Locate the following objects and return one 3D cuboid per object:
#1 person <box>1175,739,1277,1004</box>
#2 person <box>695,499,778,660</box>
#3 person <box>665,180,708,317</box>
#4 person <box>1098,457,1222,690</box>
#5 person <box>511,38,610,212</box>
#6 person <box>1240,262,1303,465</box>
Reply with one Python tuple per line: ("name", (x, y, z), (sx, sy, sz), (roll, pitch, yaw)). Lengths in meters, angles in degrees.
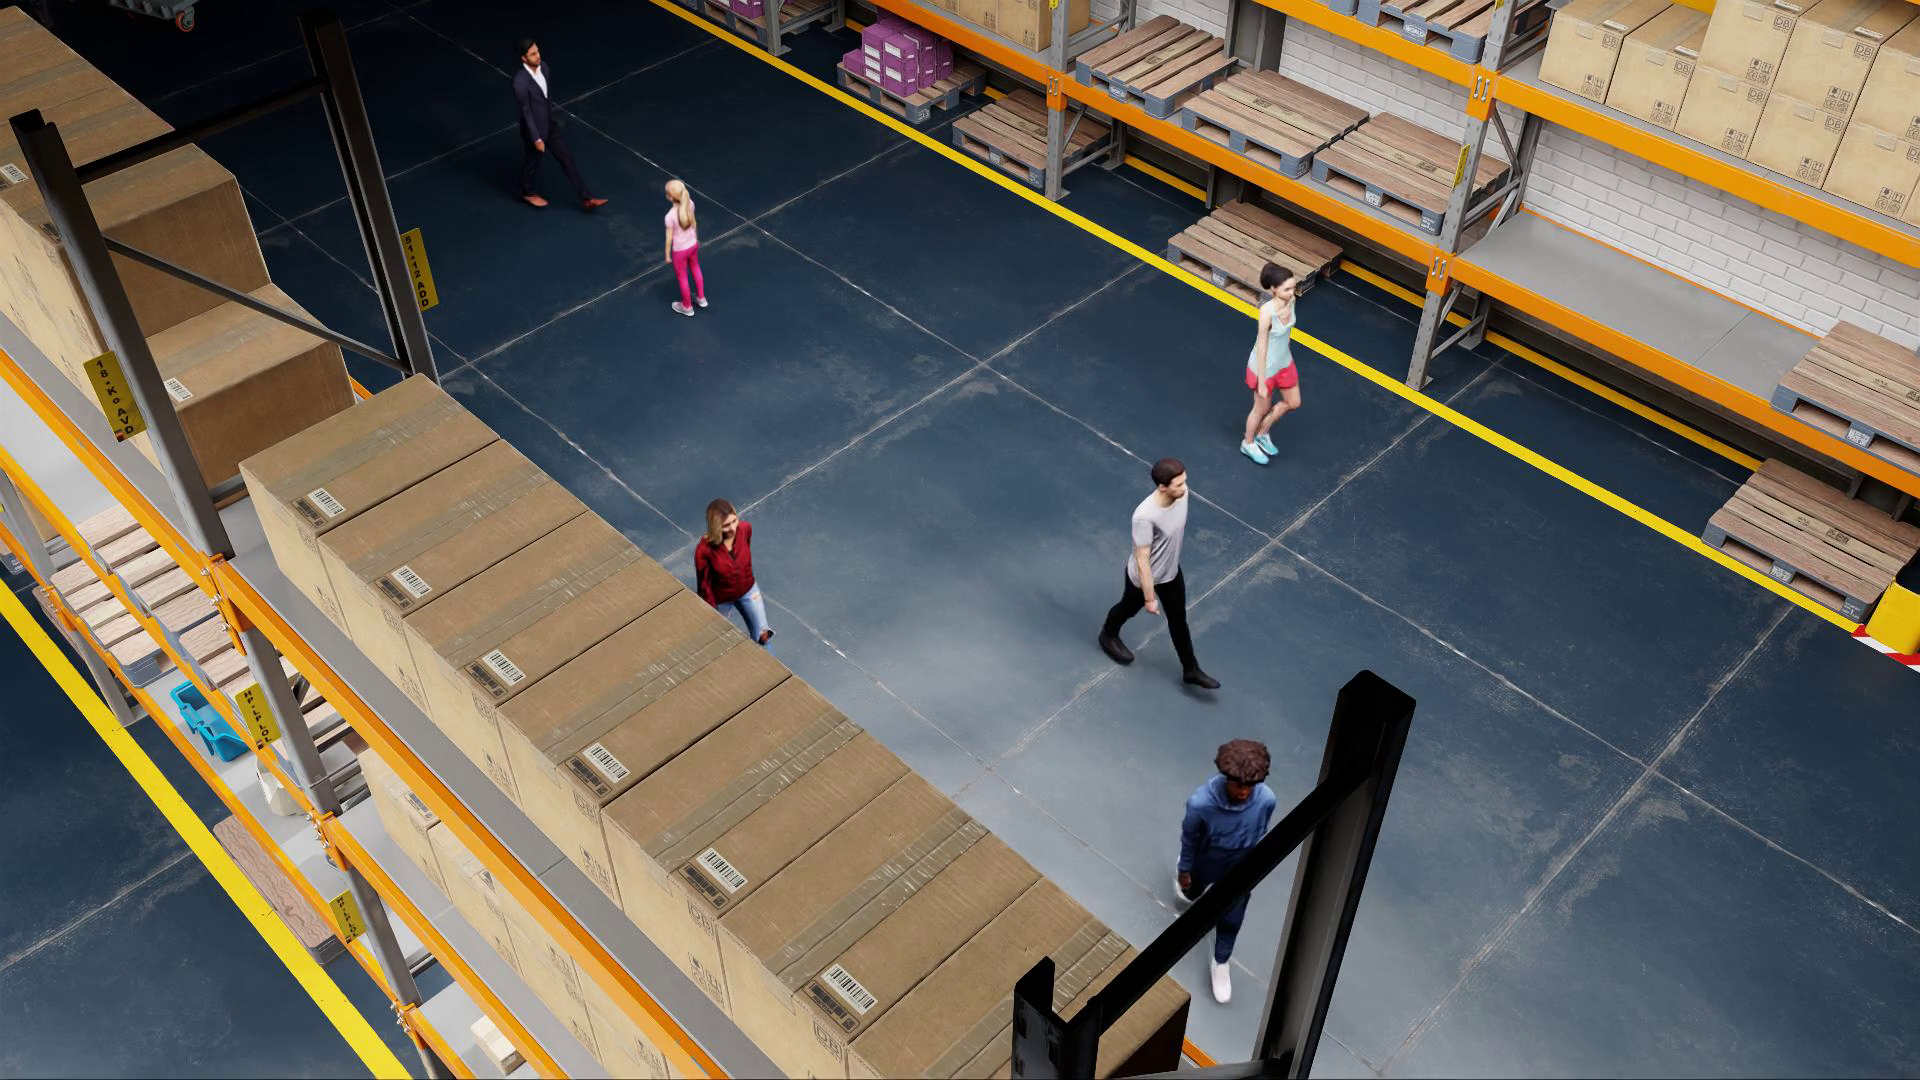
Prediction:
("person", (1.410, 1.678, 9.152), (1.122, 1.781, 1.195), (-1, 44, -1))
("person", (-1.528, 0.335, 10.704), (0.645, 1.583, 1.081), (-32, 52, -29))
("person", (-2.288, -2.442, 13.847), (0.559, 1.270, 0.522), (29, 51, 27))
("person", (1.164, 0.164, 10.711), (0.695, 1.821, 1.148), (-33, 53, -30))
("person", (-3.830, -3.681, 14.853), (1.215, 1.676, 0.918), (17, 46, 17))
("person", (2.228, -1.306, 12.307), (0.627, 1.749, 0.594), (33, 53, 30))
